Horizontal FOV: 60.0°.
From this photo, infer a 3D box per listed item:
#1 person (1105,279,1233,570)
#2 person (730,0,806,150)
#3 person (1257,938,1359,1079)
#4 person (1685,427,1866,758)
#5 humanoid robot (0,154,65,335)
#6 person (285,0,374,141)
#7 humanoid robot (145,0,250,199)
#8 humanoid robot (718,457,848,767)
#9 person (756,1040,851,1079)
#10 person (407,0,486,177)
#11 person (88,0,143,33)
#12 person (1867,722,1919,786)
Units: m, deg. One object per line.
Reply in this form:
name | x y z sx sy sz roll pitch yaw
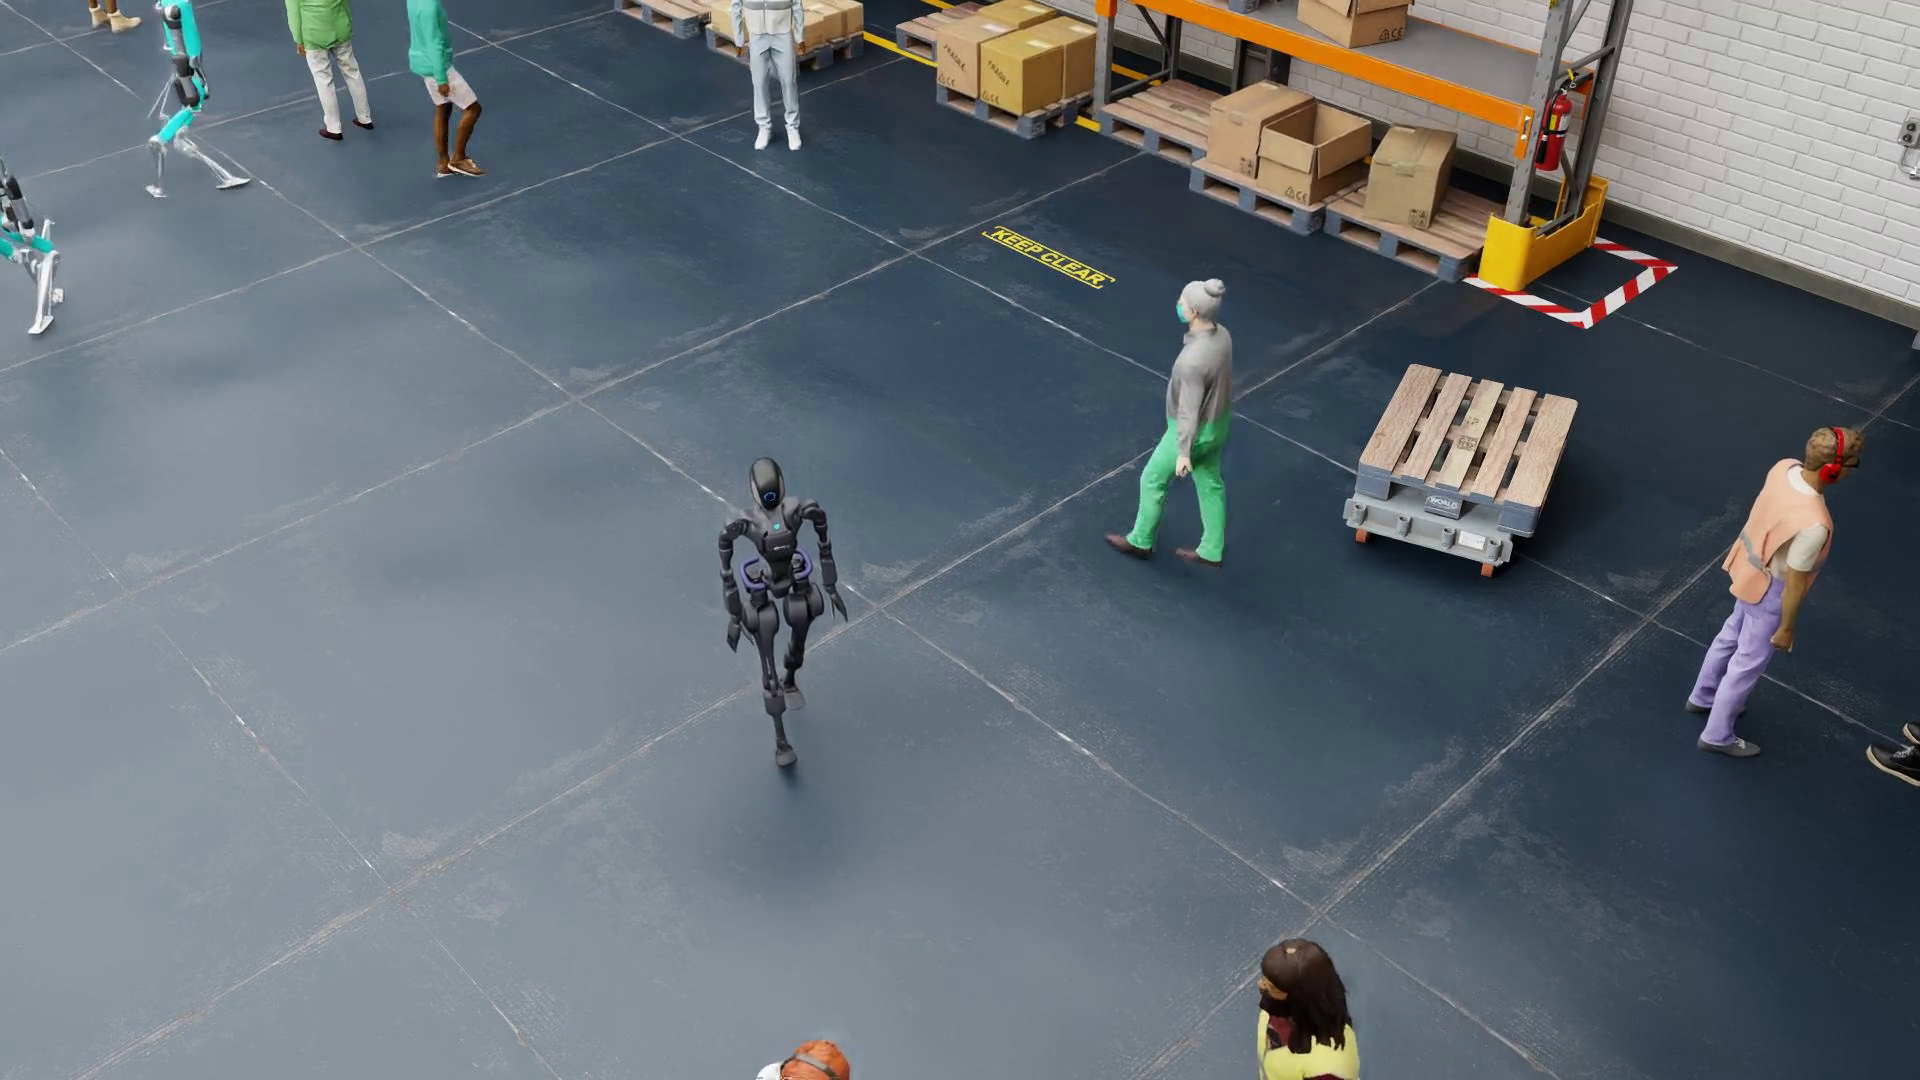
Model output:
person | 1.184 -0.657 9.115 0.793 1.811 0.564 21 42 26
person | -1.572 -4.162 13.688 0.598 1.909 0.401 -2 37 -2
person | 1.232 1.959 5.726 0.791 1.737 0.504 -5 37 -6
person | 3.829 0.245 7.910 0.380 1.837 0.562 5 37 6
humanoid robot | -6.472 -2.234 11.344 0.557 1.868 0.818 0 37 0
person | -5.316 -4.242 13.905 0.388 1.776 0.539 28 45 32
humanoid robot | -6.234 -3.491 13.010 0.844 1.849 0.530 -8 38 -10
humanoid robot | -0.829 0.305 7.990 0.598 1.629 0.744 -13 39 -17
person | -0.420 2.225 5.292 0.595 1.823 0.998 19 41 23
person | -4.096 -3.759 13.210 0.525 1.832 0.526 -17 40 -21
person | -8.348 -5.907 15.895 0.613 2.034 0.407 22 42 26
person | 4.756 0.322 7.709 0.601 1.958 0.370 -22 42 -27
